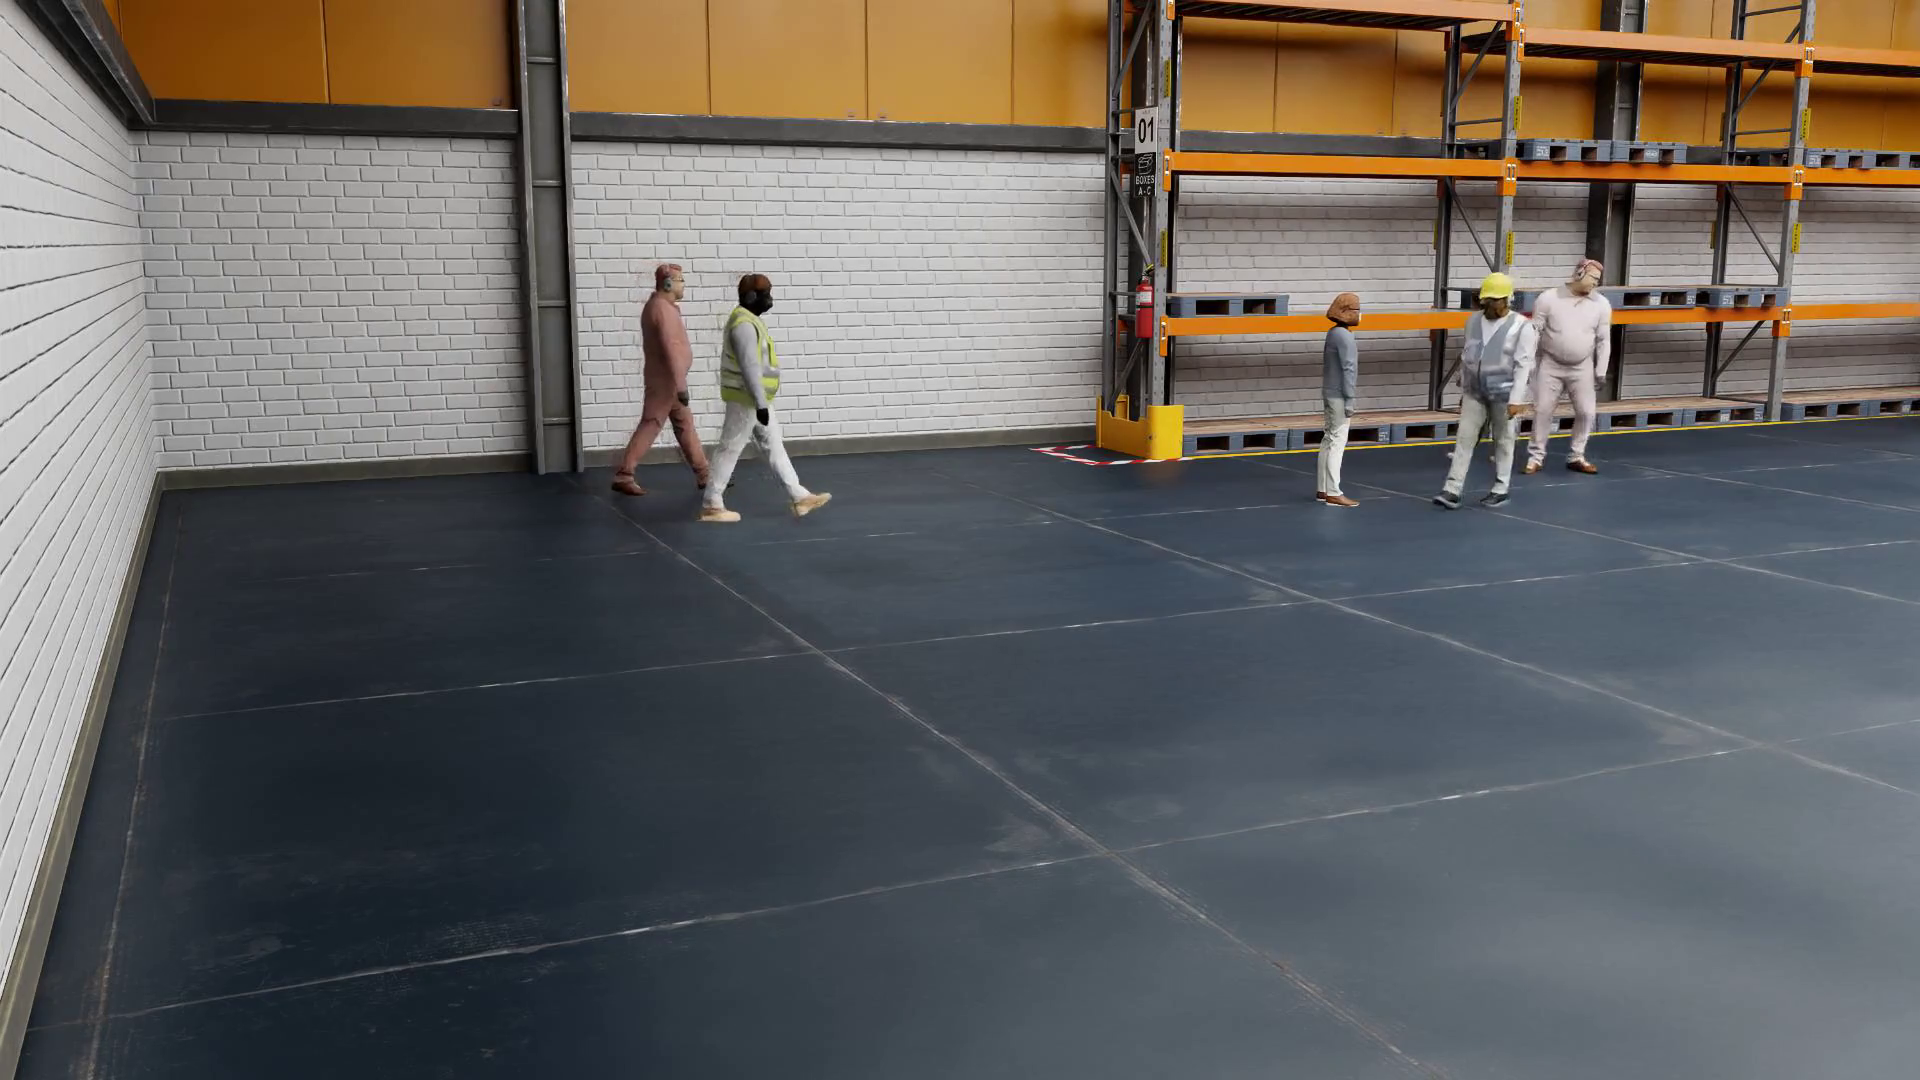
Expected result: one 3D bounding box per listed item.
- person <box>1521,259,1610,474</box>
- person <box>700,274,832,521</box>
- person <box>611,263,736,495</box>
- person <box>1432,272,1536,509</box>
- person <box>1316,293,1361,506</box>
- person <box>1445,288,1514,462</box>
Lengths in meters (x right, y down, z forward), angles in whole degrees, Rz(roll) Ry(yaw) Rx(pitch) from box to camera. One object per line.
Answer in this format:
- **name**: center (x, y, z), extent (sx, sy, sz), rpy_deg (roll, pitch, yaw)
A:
- **person**: center (5.244, -1.488, 14.418), extent (0.715, 1.883, 0.400), rpy_deg (2, 10, 10)
- **person**: center (-1.449, -1.018, 12.029), extent (0.982, 1.786, 0.661), rpy_deg (0, 10, -1)
- **person**: center (-2.356, -1.282, 13.337), extent (1.016, 1.859, 0.671), rpy_deg (-3, 11, -16)
- **person**: center (3.929, -1.093, 12.450), extent (0.888, 1.783, 0.602), rpy_deg (-10, 14, -43)
- **person**: center (2.933, -1.083, 12.827), extent (0.266, 1.631, 0.507), rpy_deg (-1, 10, -4)
- **person**: center (4.767, -1.498, 15.088), extent (0.868, 1.646, 0.550), rpy_deg (-3, 11, -19)
